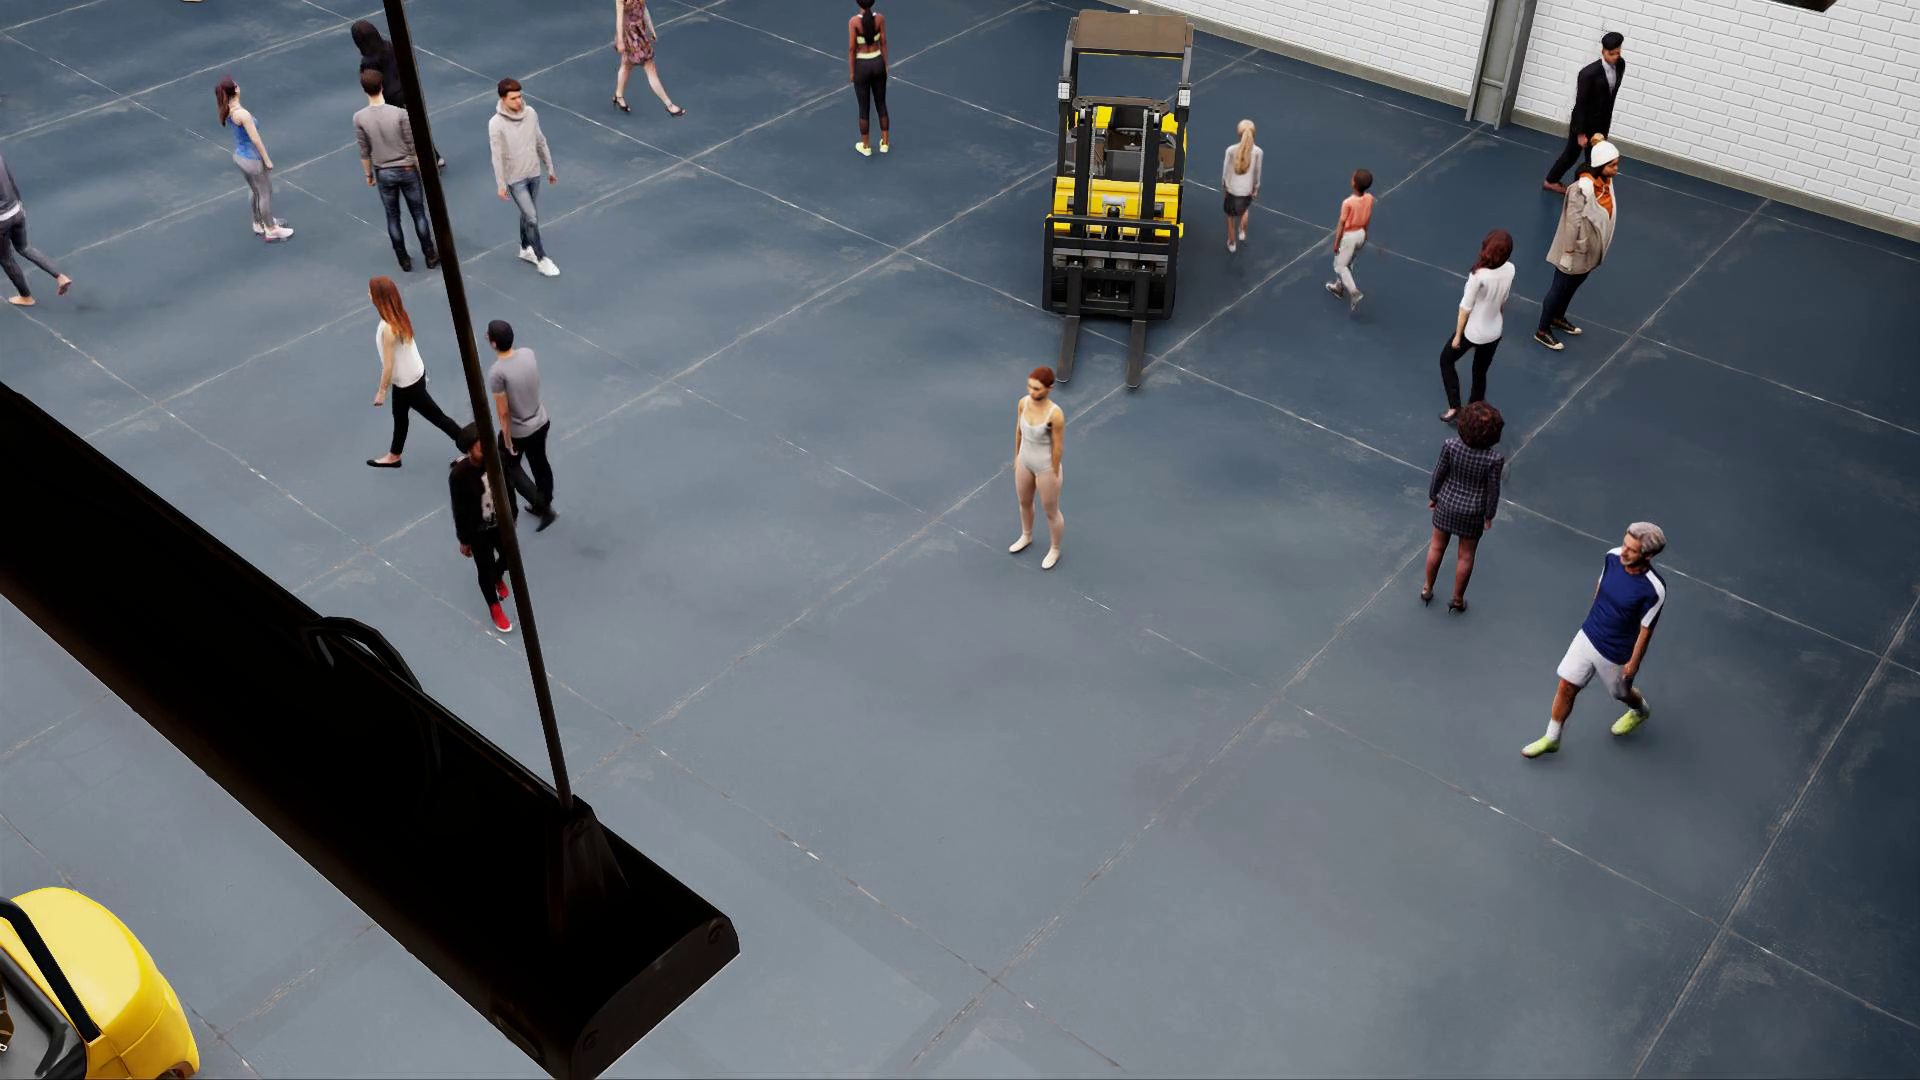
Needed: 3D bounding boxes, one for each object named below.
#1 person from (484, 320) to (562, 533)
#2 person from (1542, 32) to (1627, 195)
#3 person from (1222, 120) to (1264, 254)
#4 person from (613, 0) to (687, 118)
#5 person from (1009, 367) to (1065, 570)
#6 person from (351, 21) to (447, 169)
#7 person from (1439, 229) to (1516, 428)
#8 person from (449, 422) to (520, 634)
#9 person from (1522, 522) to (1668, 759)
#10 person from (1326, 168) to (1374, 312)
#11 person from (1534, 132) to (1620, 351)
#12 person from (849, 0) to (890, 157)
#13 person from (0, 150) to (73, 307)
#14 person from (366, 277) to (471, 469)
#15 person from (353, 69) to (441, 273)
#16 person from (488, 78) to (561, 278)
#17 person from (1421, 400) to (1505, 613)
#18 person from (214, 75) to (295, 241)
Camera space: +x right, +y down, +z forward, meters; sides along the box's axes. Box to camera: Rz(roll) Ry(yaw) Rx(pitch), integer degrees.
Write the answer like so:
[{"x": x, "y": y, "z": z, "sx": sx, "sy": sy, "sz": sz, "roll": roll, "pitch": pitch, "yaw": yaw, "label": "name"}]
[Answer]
[{"x": -3.101, "y": -0.798, "z": 12.049, "sx": 0.769, "sy": 1.741, "sz": 0.667, "roll": 21, "pitch": 43, "yaw": 25, "label": "person"}, {"x": 6.061, "y": -4.085, "z": 16.100, "sx": 1.082, "sy": 1.821, "sz": 1.213, "roll": -16, "pitch": 41, "yaw": -19, "label": "person"}, {"x": 2.617, "y": -3.281, "z": 15.542, "sx": 0.697, "sy": 1.262, "sz": 0.743, "roll": 1, "pitch": 39, "yaw": 1, "label": "person"}, {"x": -3.556, "y": -5.339, "z": 17.749, "sx": 1.232, "sy": 1.723, "sz": 0.912, "roll": 12, "pitch": 40, "yaw": 15, "label": "person"}, {"x": 0.567, "y": -0.538, "z": 11.804, "sx": 0.410, "sy": 1.640, "sz": 0.591, "roll": 27, "pitch": 46, "yaw": 29, "label": "person"}, {"x": -5.627, "y": -4.416, "z": 16.731, "sx": 1.256, "sy": 1.551, "sz": 1.110, "roll": 5, "pitch": 39, "yaw": 6, "label": "person"}, {"x": 4.091, "y": -1.552, "z": 12.959, "sx": 0.729, "sy": 1.783, "sz": 0.752, "roll": -14, "pitch": 41, "yaw": -17, "label": "person"}, {"x": -3.226, "y": -0.140, "z": 11.289, "sx": 0.713, "sy": 1.661, "sz": 0.797, "roll": -21, "pitch": 43, "yaw": -24, "label": "person"}, {"x": 4.074, "y": 0.614, "z": 10.228, "sx": 1.020, "sy": 1.806, "sz": 1.188, "roll": -17, "pitch": 42, "yaw": -20, "label": "person"}, {"x": 3.495, "y": -2.657, "z": 14.731, "sx": 0.691, "sy": 1.298, "sz": 0.869, "roll": -16, "pitch": 41, "yaw": -19, "label": "person"}, {"x": 5.258, "y": -2.551, "z": 14.124, "sx": 0.644, "sy": 1.891, "sz": 0.691, "roll": 29, "pitch": 47, "yaw": 32, "label": "person"}, {"x": -0.926, "y": -4.803, "z": 17.054, "sx": 0.641, "sy": 1.753, "sz": 0.658, "roll": -12, "pitch": 40, "yaw": -15, "label": "person"}, {"x": -8.317, "y": -2.831, "z": 14.584, "sx": 0.983, "sy": 1.753, "sz": 0.842, "roll": 8, "pitch": 39, "yaw": 10, "label": "person"}, {"x": -4.076, "y": -1.208, "z": 12.614, "sx": 1.065, "sy": 1.676, "sz": 1.096, "roll": -8, "pitch": 39, "yaw": -9, "label": "person"}, {"x": -5.121, "y": -3.332, "z": 15.092, "sx": 0.777, "sy": 1.902, "sz": 0.821, "roll": -5, "pitch": 39, "yaw": -7, "label": "person"}, {"x": -4.053, "y": -3.352, "z": 15.170, "sx": 0.903, "sy": 1.837, "sz": 0.719, "roll": 25, "pitch": 45, "yaw": 28, "label": "person"}, {"x": 3.418, "y": -0.208, "z": 11.341, "sx": 0.511, "sy": 1.701, "sz": 0.693, "roll": 22, "pitch": 43, "yaw": 25, "label": "person"}, {"x": -6.671, "y": -3.578, "z": 15.641, "sx": 0.649, "sy": 1.601, "sz": 0.493, "roll": -27, "pitch": 46, "yaw": -30, "label": "person"}]
